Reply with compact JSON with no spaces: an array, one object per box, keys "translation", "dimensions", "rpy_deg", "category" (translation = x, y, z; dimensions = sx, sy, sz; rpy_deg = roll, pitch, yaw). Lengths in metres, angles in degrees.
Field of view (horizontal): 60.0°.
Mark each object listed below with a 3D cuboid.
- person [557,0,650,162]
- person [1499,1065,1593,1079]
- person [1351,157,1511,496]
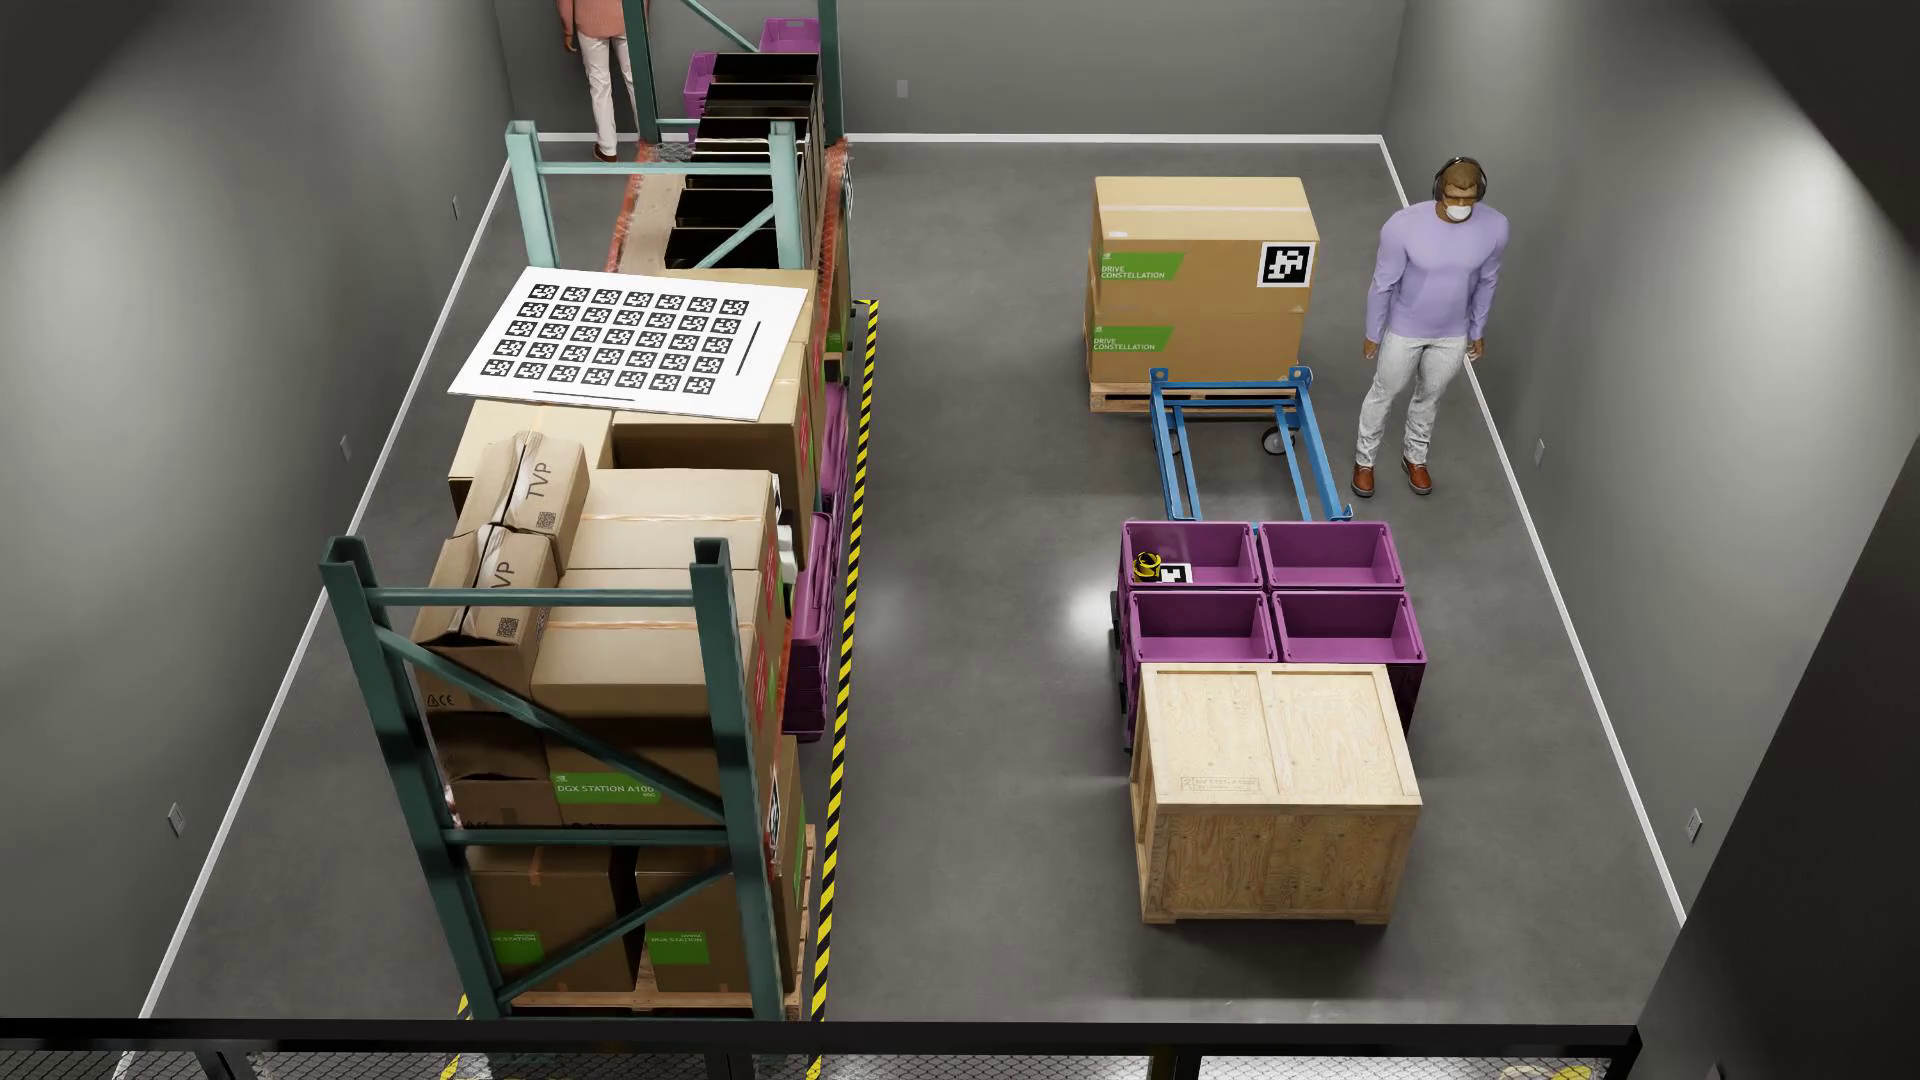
[{"translation":[-2.341,-3.426,10.978],"dimensions":[0.609,1.996,0.379],"rpy_deg":[-16,44,-17],"category":"person"},{"translation":[1.619,2.069,4.833],"dimensions":[0.404,1.830,0.599],"rpy_deg":[5,42,6],"category":"person"},{"translation":[2.328,-1.053,8.314],"dimensions":[0.635,1.937,0.354],"rpy_deg":[-2,41,-2],"category":"person"}]
